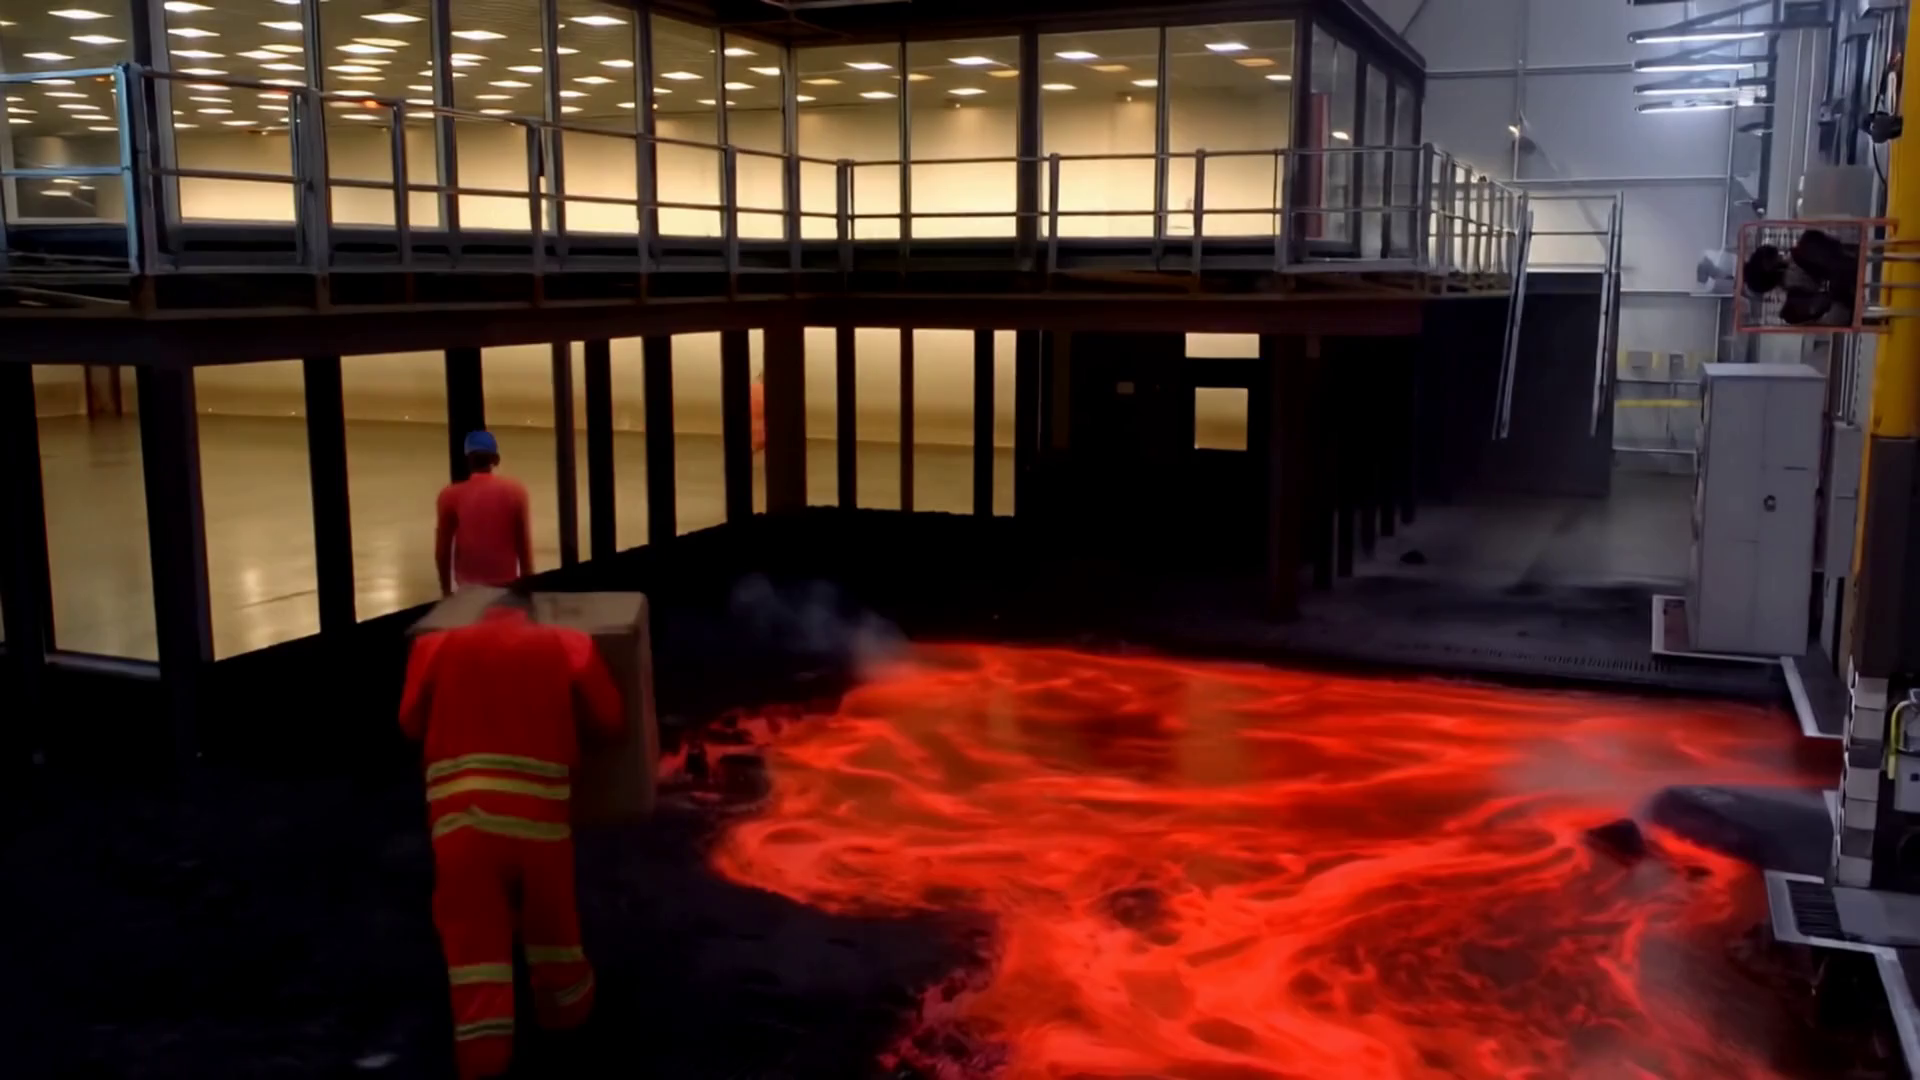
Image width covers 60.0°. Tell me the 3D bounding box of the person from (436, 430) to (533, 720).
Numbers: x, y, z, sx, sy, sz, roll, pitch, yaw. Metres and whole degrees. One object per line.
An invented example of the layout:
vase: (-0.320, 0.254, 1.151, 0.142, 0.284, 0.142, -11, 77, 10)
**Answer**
person: (-3.285, 0.217, 11.513, 0.622, 1.971, 0.744, -3, 10, -17)
